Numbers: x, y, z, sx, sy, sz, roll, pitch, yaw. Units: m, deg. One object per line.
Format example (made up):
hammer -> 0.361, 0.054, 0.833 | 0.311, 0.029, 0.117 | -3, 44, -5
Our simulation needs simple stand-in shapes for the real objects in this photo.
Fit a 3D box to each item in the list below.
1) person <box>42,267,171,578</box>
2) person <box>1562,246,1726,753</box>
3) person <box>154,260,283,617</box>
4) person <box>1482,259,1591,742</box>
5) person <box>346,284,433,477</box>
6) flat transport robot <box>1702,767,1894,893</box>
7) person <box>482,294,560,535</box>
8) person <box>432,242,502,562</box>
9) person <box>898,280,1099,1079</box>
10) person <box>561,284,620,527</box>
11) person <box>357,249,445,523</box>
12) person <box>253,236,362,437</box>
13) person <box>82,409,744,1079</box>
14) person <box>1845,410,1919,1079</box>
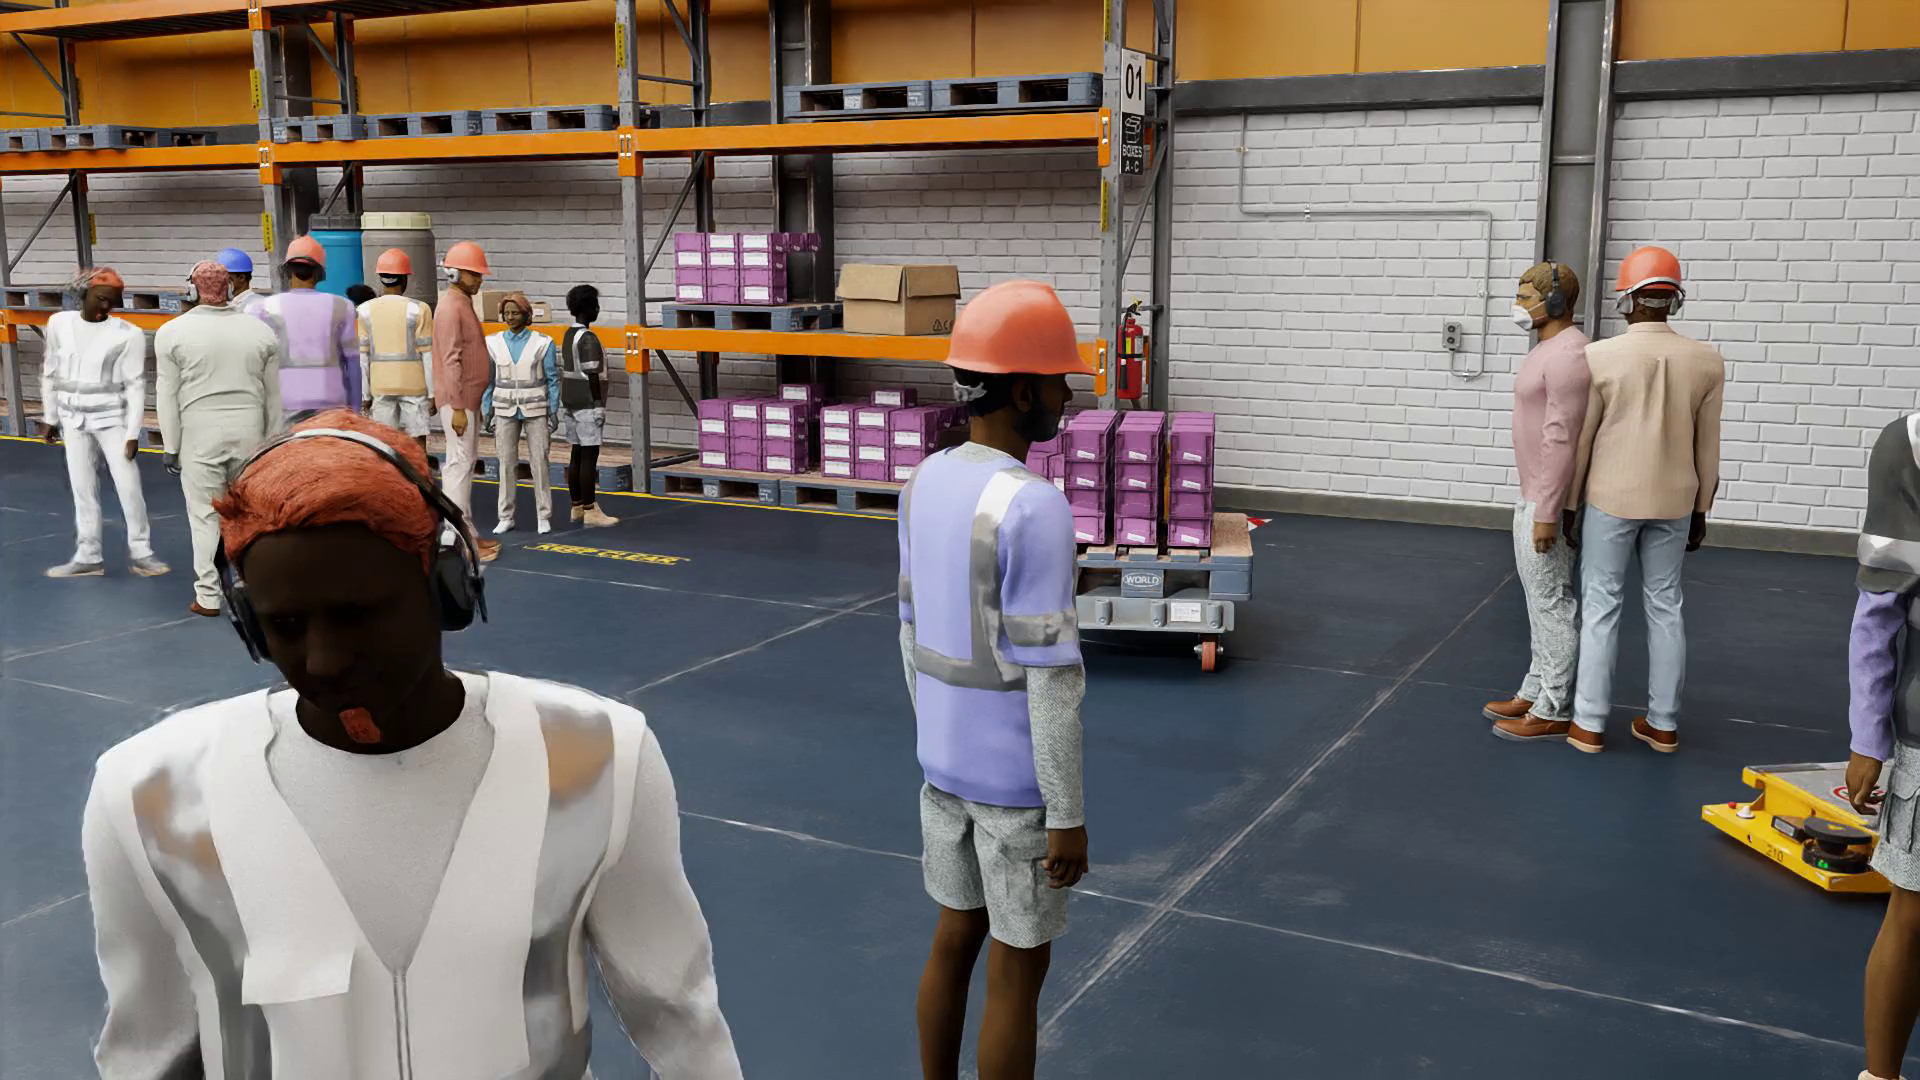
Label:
person -> -5.117, -0.673, 9.811 | 0.699, 1.853, 0.349 | 1, 10, 4
person -> 2.652, -0.147, 6.541 | 0.622, 1.987, 0.405 | -1, 10, -3
person -> -3.976, -0.542, 8.953 | 0.635, 1.900, 0.398 | -10, 14, -43
person -> 2.369, -0.154, 6.717 | 0.377, 1.934, 0.625 | 2, 11, 12
person -> -4.331, -1.092, 12.542 | 0.558, 1.673, 0.547 | -1, 10, -6
flat transport robot -> 3.284, 0.907, 5.452 | 1.431, 0.197, 0.652 | -2, 10, -9
person -> -2.988, -0.850, 11.334 | 0.520, 1.639, 0.312 | -1, 10, -3
person -> -3.101, -0.864, 10.458 | 0.401, 1.986, 0.612 | -1, 10, -8
person -> 0.098, 0.450, 3.388 | 0.358, 1.936, 0.552 | -6, 12, -30
person -> -2.616, -0.939, 11.658 | 0.318, 1.699, 0.534 | -6, 12, -30
person -> -3.926, -1.060, 11.665 | 0.546, 1.939, 0.375 | 0, 10, 1
person -> -4.111, -0.867, 10.419 | 0.710, 2.025, 0.379 | -5, 12, -27
person -> -0.539, 0.784, 1.775 | 0.692, 1.851, 0.684 | -4, 11, -20
person -> 2.140, 0.395, 3.388 | 0.607, 2.048, 0.367 | 3, 11, 17
